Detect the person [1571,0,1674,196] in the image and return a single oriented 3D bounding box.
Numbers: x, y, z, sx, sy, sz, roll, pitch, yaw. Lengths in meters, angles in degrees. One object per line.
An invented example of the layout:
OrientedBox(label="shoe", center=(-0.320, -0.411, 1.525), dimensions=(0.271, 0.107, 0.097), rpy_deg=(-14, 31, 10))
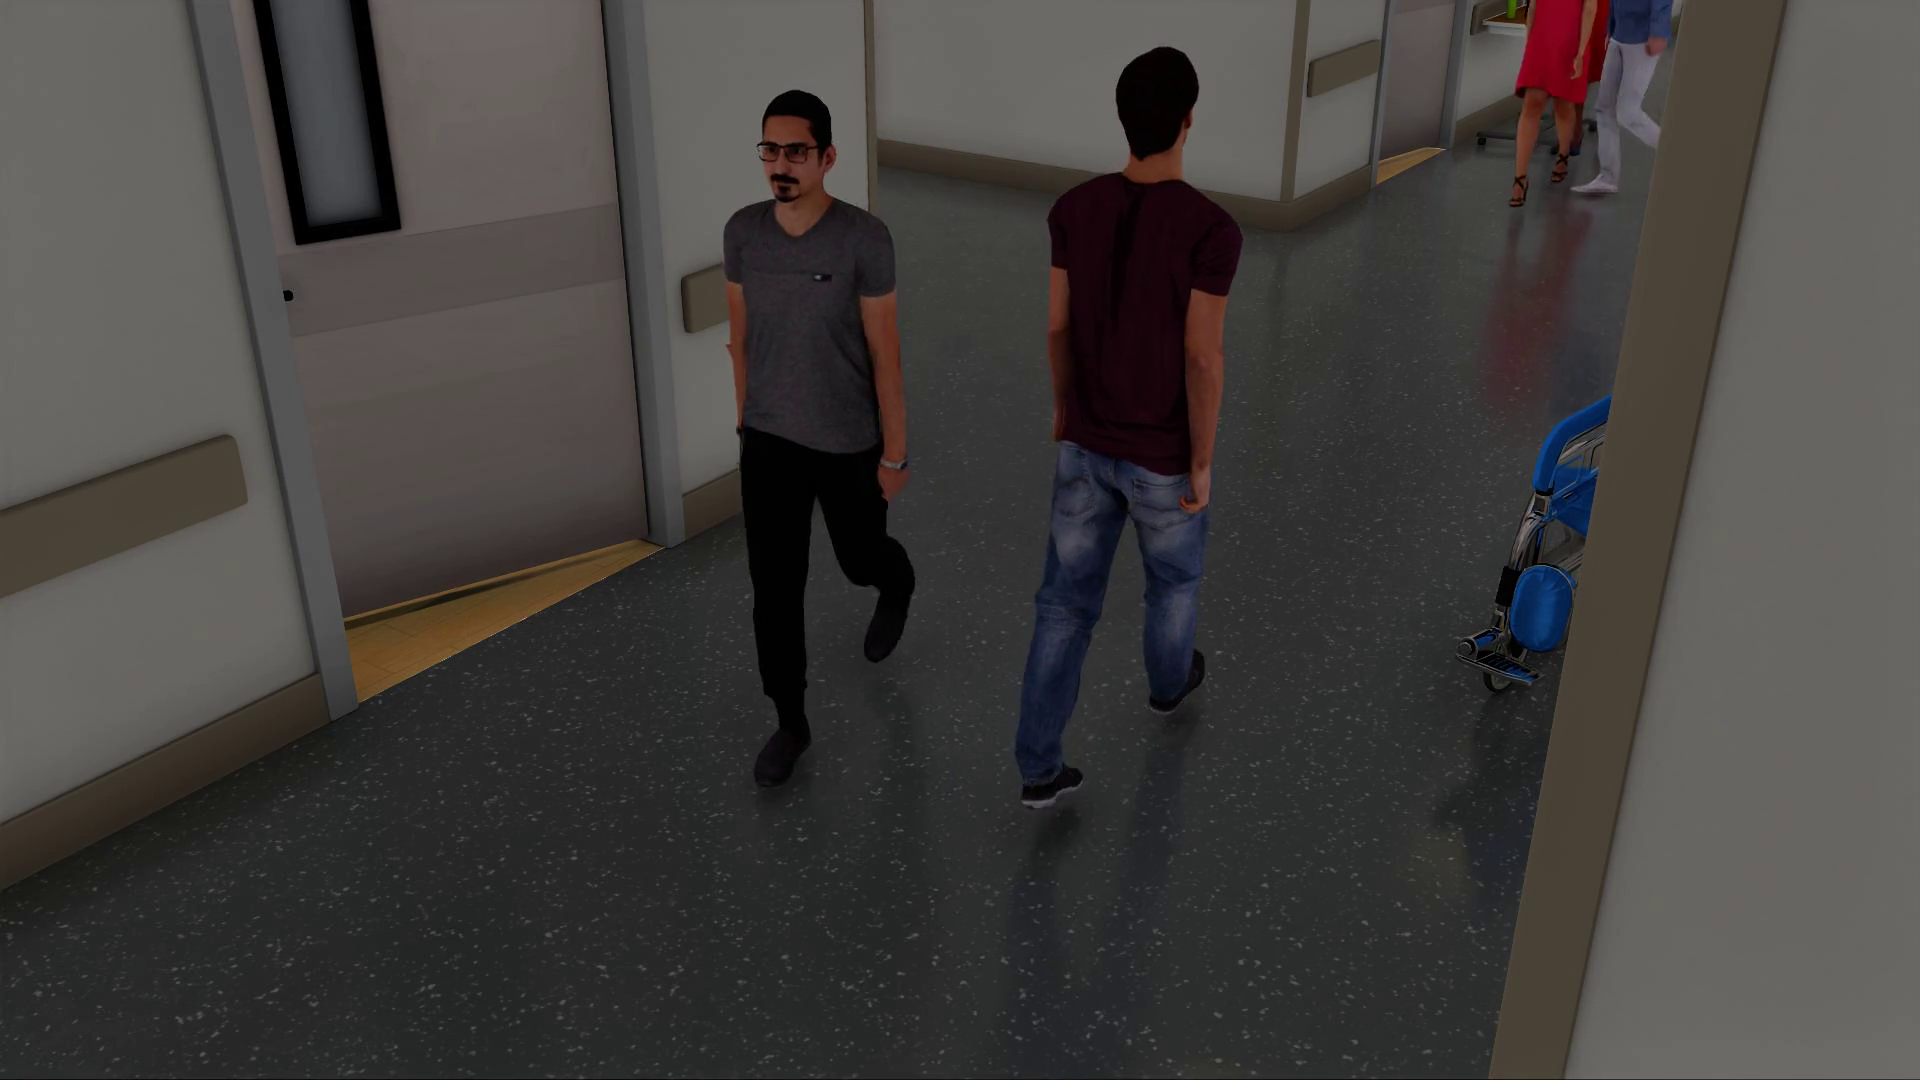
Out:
OrientedBox(label="person", center=(3.962, -2.905, 9.565), dimensions=(1.040, 1.862, 0.985), rpy_deg=(-5, 26, -11))

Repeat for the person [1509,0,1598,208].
OrientedBox(label="person", center=(3.464, -2.791, 9.536), dimensions=(0.606, 1.681, 1.062), rpy_deg=(15, 30, 28))

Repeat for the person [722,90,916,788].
OrientedBox(label="person", center=(-0.340, -0.281, 4.284), dimensions=(0.885, 1.722, 1.179), rpy_deg=(6, 26, 13))

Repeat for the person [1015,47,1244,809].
OrientedBox(label="person", center=(0.374, -0.191, 4.004), dimensions=(0.759, 1.803, 1.212), rpy_deg=(13, 29, 25))
